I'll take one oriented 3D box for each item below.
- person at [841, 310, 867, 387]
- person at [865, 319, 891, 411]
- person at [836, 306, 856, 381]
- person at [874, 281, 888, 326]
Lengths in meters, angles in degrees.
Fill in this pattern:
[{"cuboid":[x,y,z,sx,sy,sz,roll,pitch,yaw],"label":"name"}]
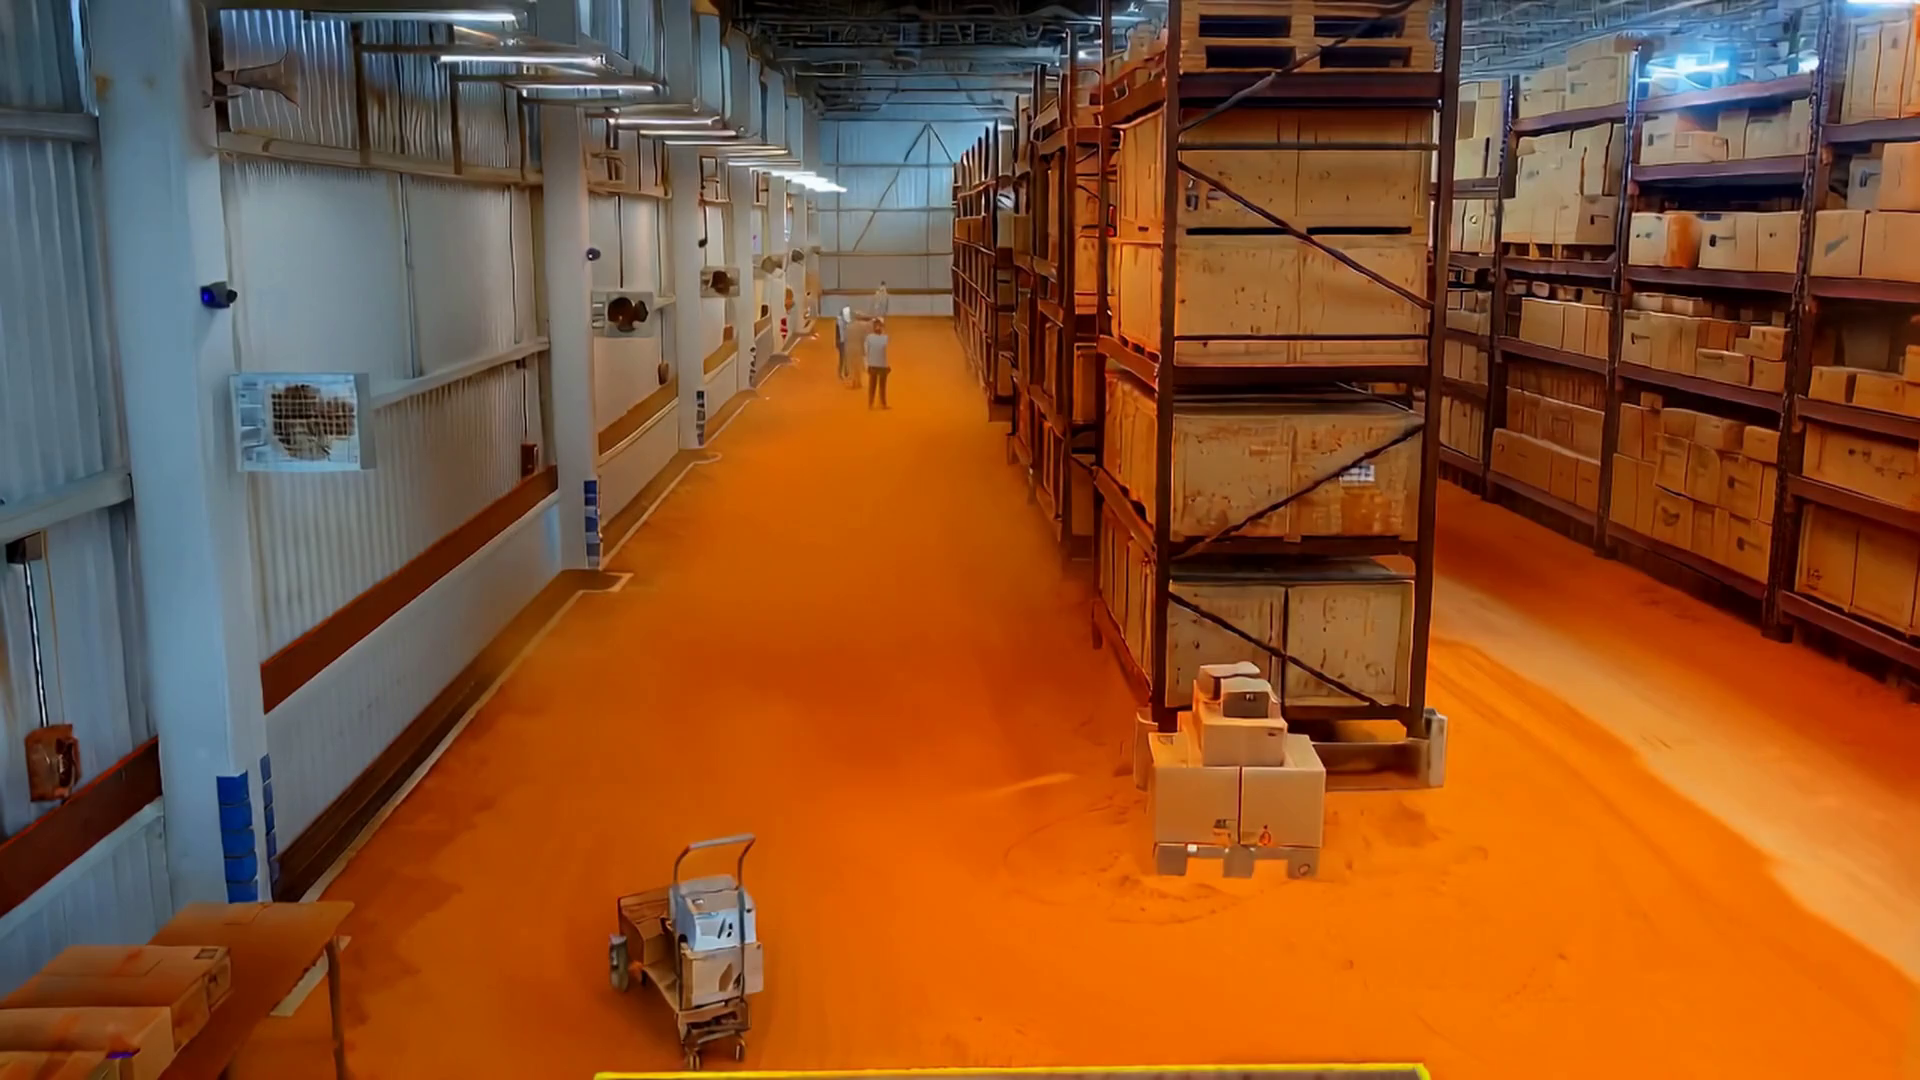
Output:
[{"cuboid":[-2.617,-4.712,40.938,0.662,1.888,0.498,-3,11,-14],"label":"person"},{"cuboid":[-1.742,-3.758,35.741,0.619,1.985,0.406,-7,13,-32],"label":"person"},{"cuboid":[-2.894,-5.014,42.473,0.586,1.913,0.397,-6,12,-29],"label":"person"},{"cuboid":[-3.048,-9.133,64.335,0.563,1.742,0.361,-6,12,-28],"label":"person"}]
